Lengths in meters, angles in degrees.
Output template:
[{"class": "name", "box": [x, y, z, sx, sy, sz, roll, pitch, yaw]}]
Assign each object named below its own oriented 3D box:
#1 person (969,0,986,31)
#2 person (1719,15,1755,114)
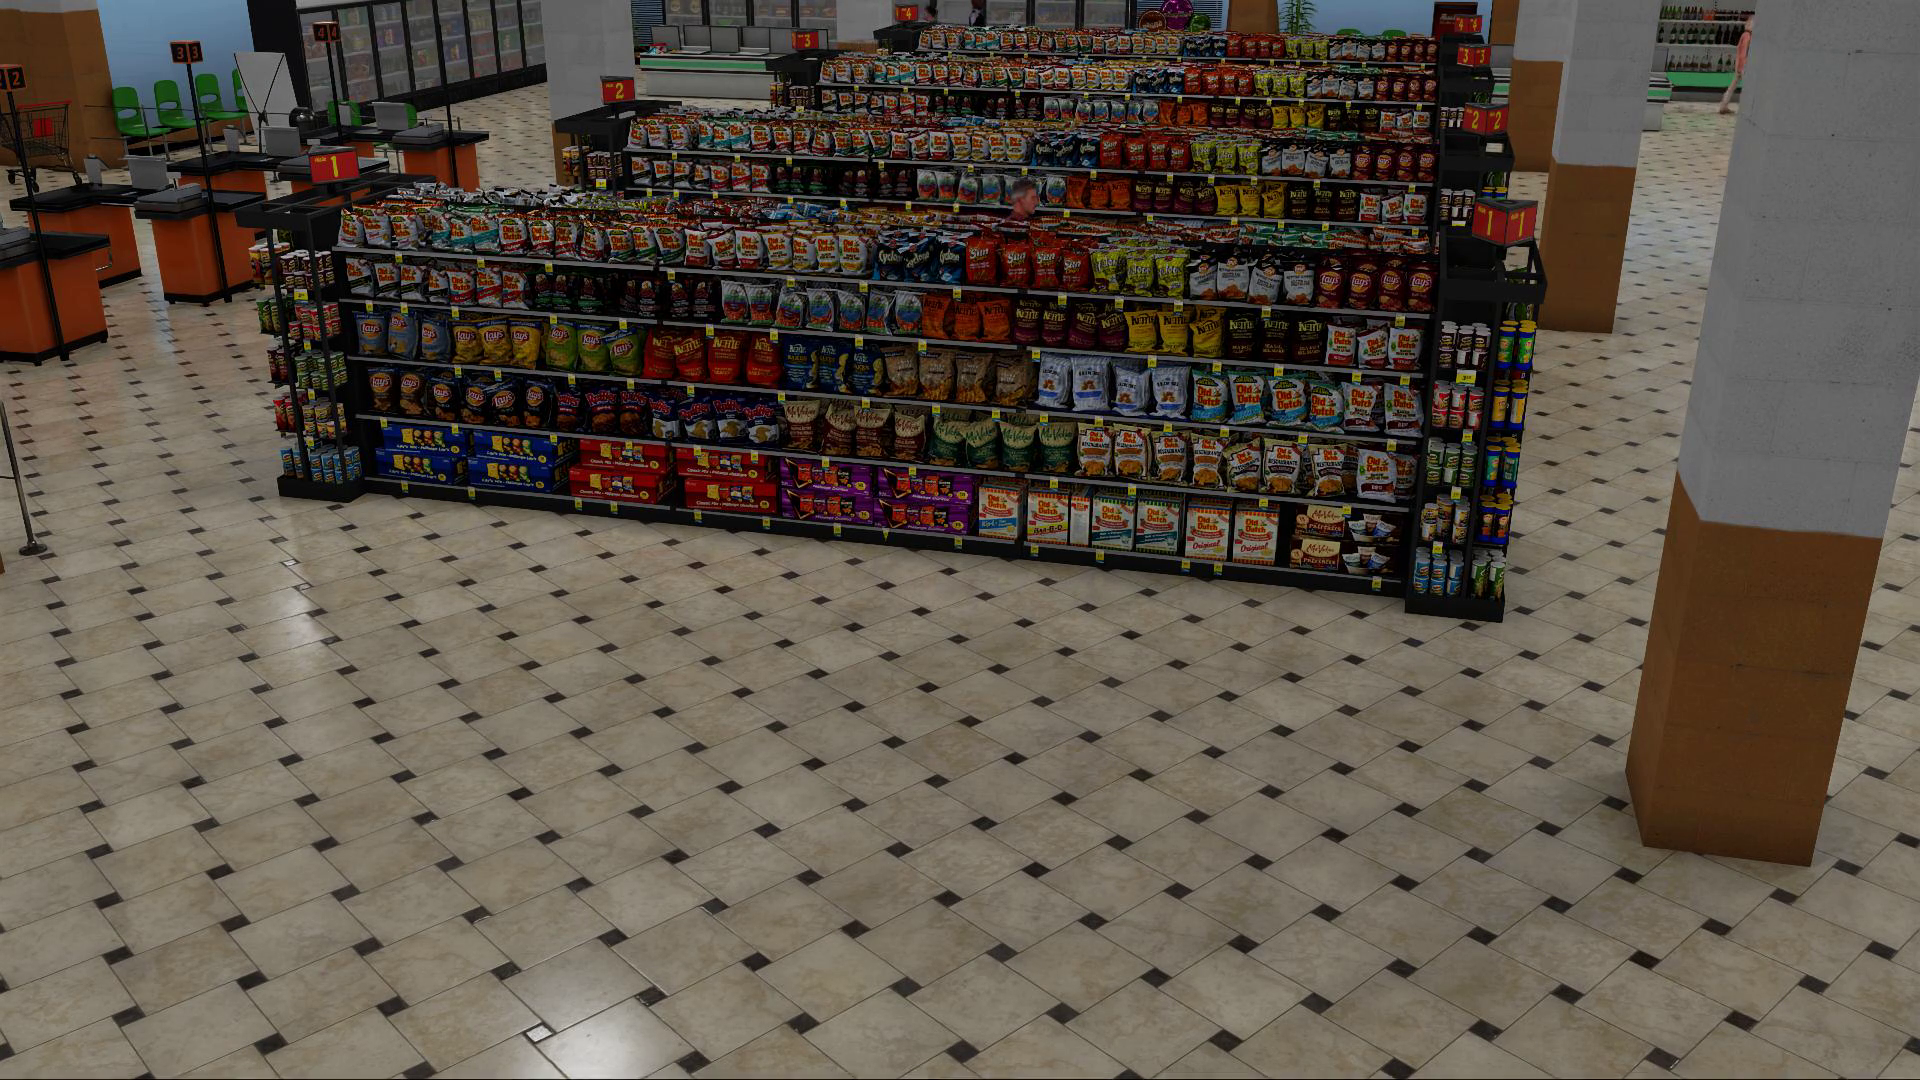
[{"class": "person", "box": [0.326, -9.709, 32.579, 0.566, 1.828, 0.666, 4, 22, 10]}, {"class": "person", "box": [13.843, -8.437, 29.594, 1.027, 1.694, 0.719, 10, 24, 22]}]
